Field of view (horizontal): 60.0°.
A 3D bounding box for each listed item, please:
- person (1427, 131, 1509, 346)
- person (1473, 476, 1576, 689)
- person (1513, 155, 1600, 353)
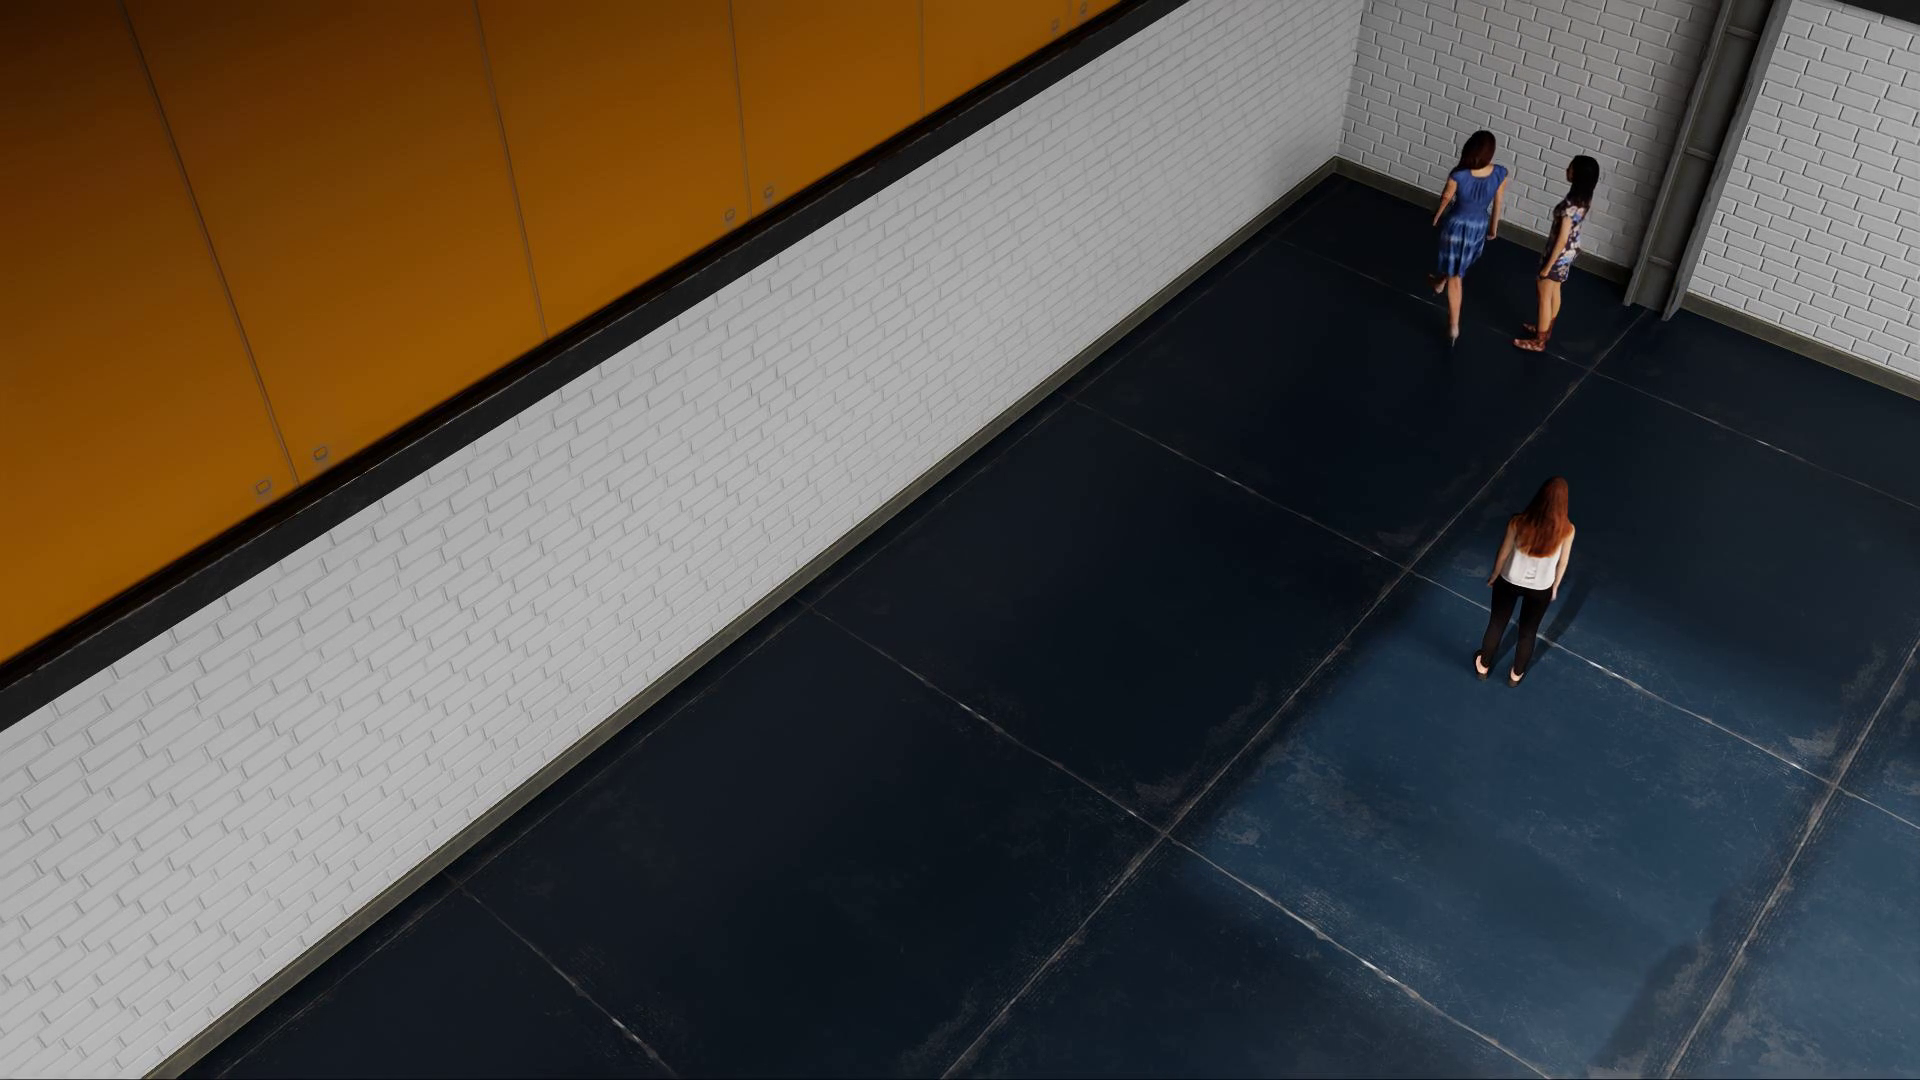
[{"bbox_3d":[4.028,-2.348,13.201,1.062,1.766,1.166,-7,44,-7],"label":"person"},{"bbox_3d":[3.565,0.275,10.480,0.556,1.721,0.701,14,45,14],"label":"person"},{"bbox_3d":[4.729,-2.255,13.126,0.522,1.734,0.617,26,49,24],"label":"person"}]
